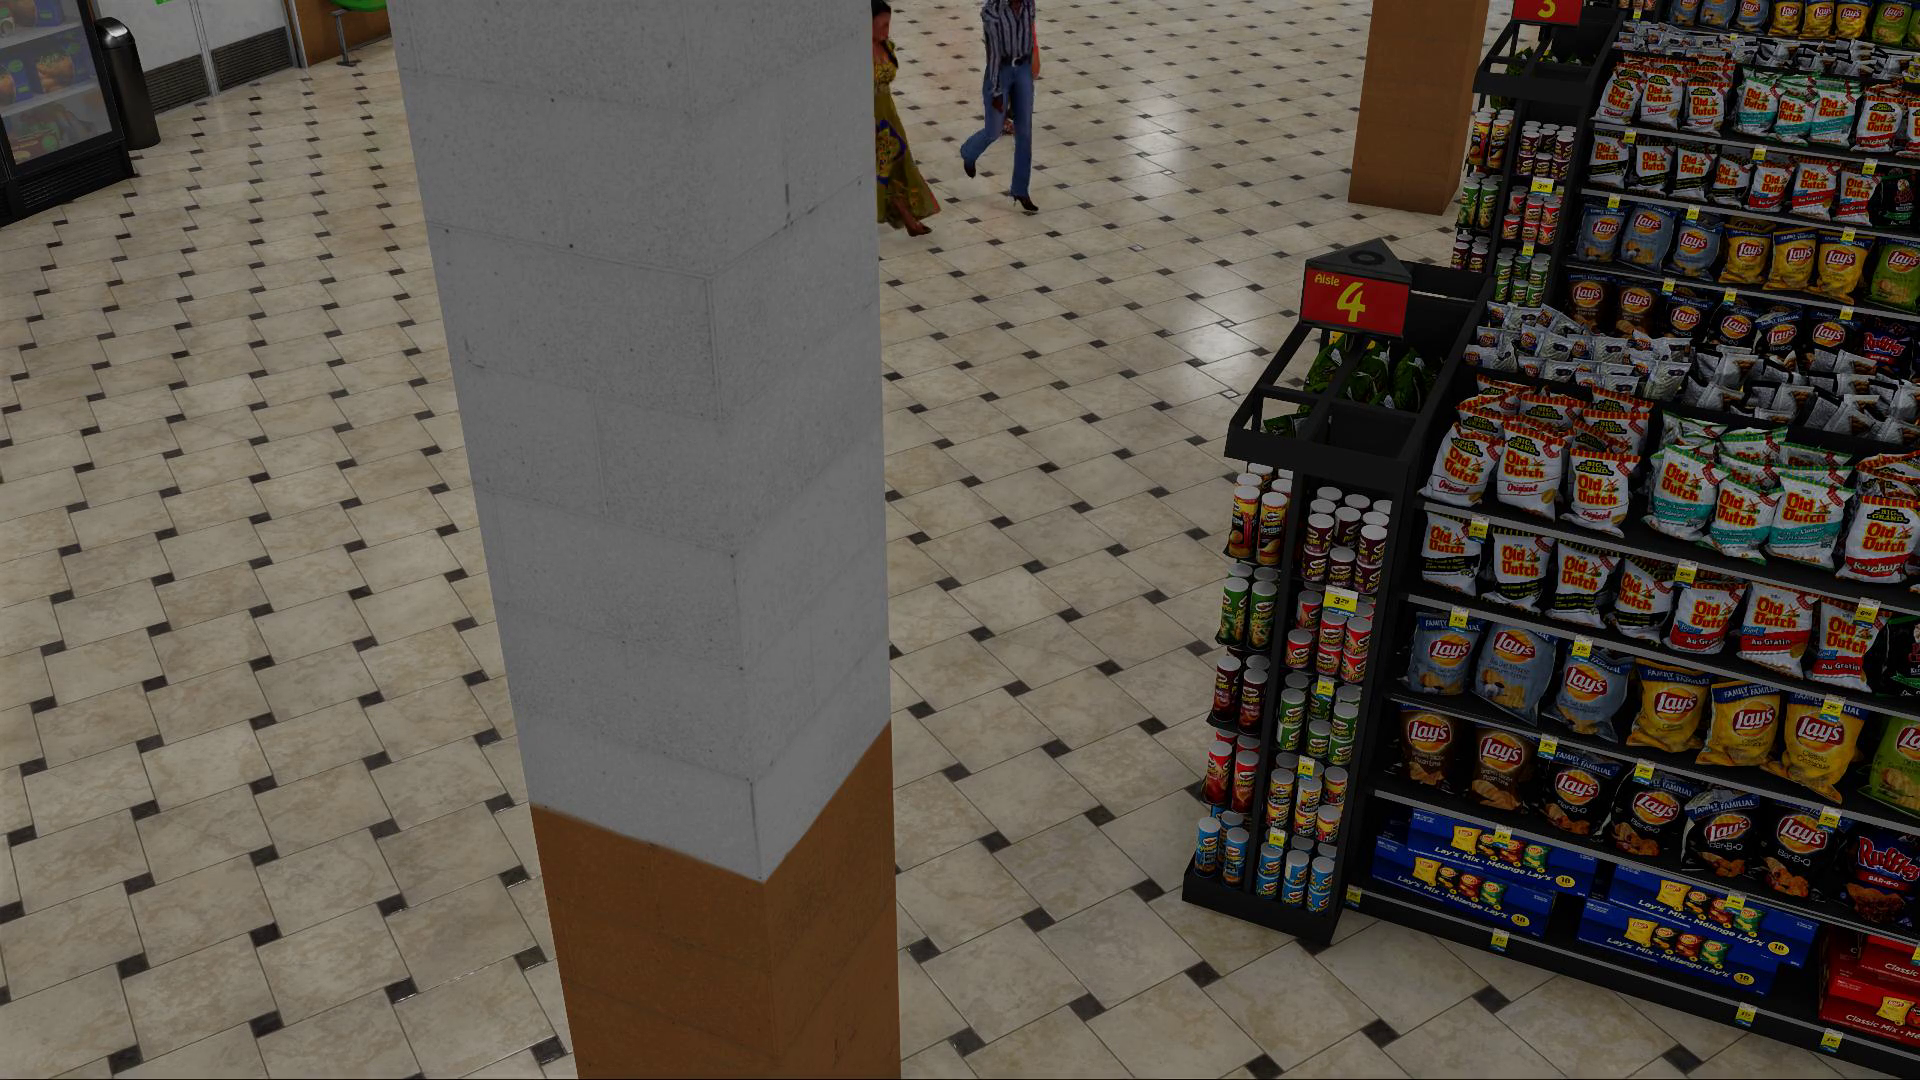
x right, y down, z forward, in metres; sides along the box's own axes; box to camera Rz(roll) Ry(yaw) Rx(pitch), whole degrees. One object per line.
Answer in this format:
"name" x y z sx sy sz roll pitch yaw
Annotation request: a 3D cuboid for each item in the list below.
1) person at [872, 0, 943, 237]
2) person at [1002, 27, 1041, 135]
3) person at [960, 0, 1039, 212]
"person" -0.698 -2.869 11.378 1.225 1.613 0.960 25 40 34
"person" 0.351 -4.092 13.257 0.668 1.705 0.688 -27 41 -36
"person" 0.269 -3.245 11.838 0.931 1.765 1.105 -21 38 -30
